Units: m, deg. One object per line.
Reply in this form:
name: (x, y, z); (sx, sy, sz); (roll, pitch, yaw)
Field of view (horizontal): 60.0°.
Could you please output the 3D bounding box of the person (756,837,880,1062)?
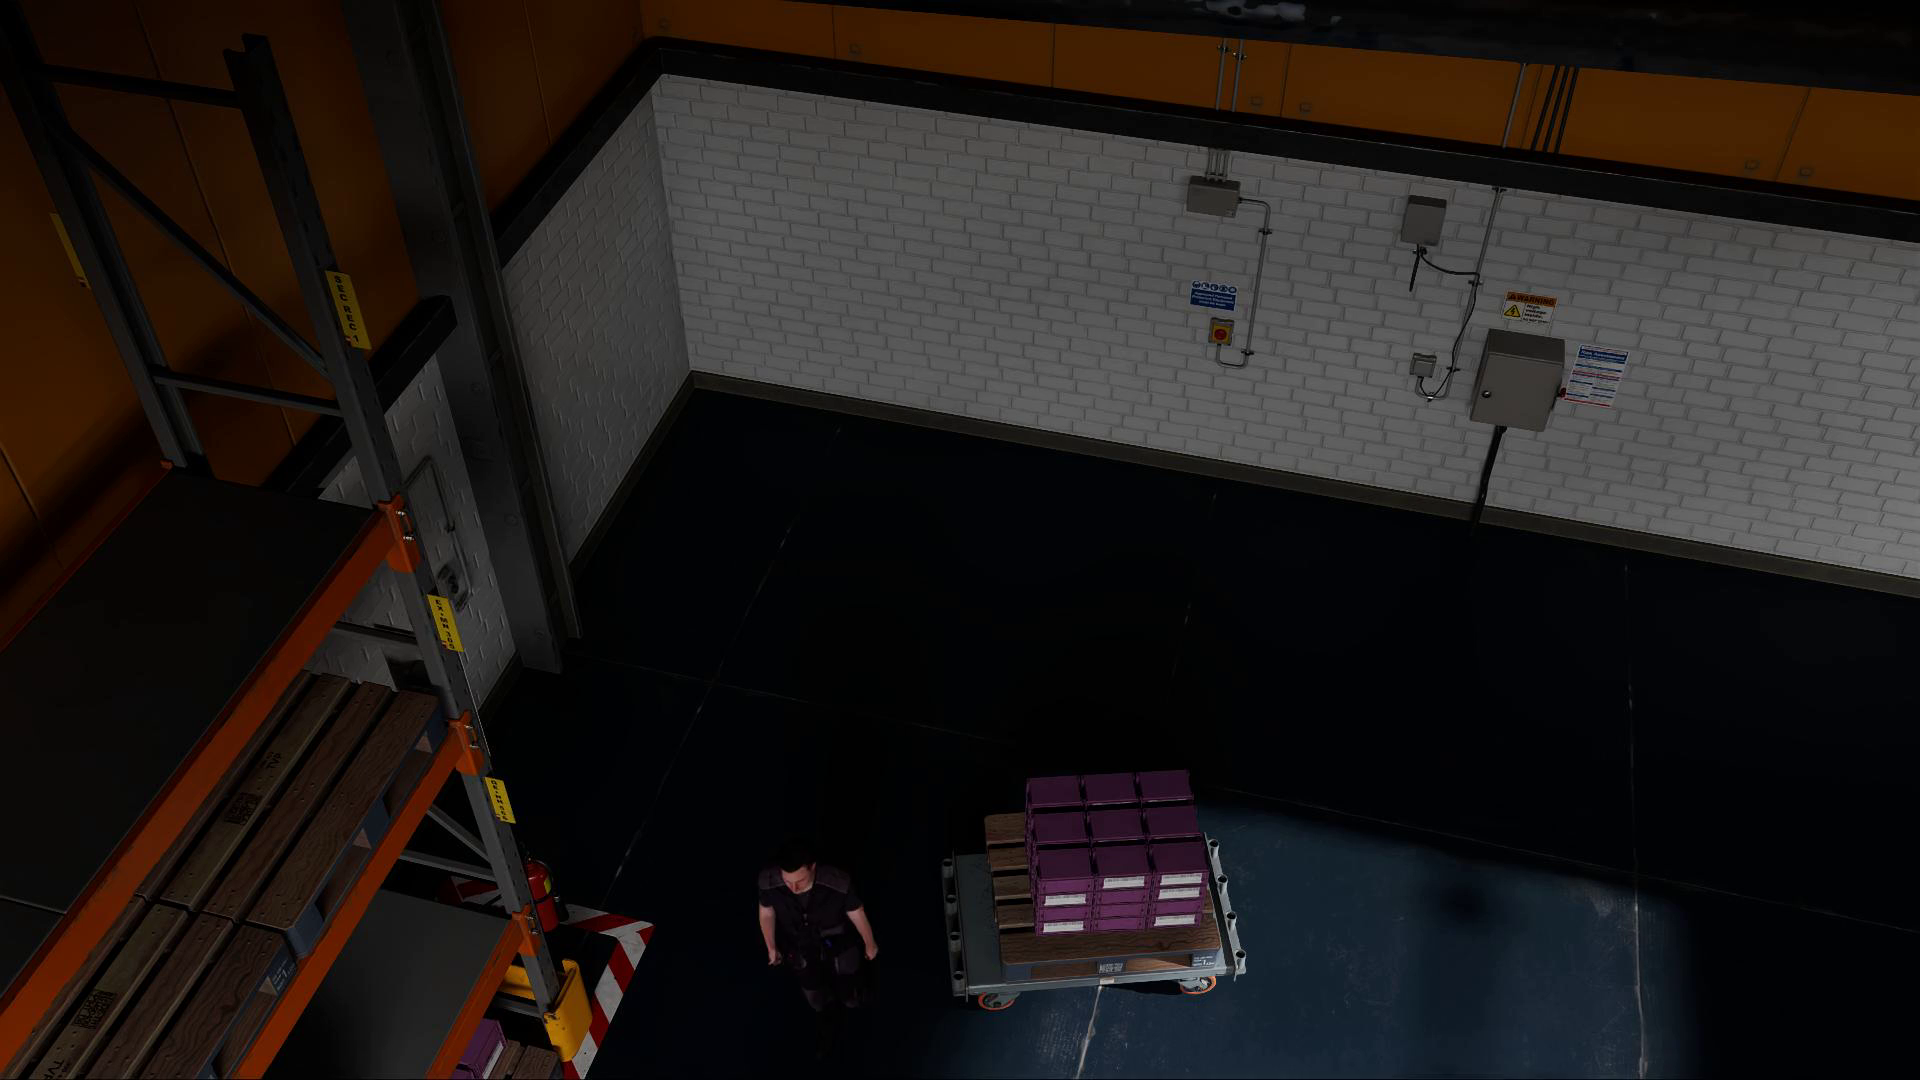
person: (-0.720, 2.047, 8.794); (0.797, 1.830, 0.832); (4, 44, 4)
